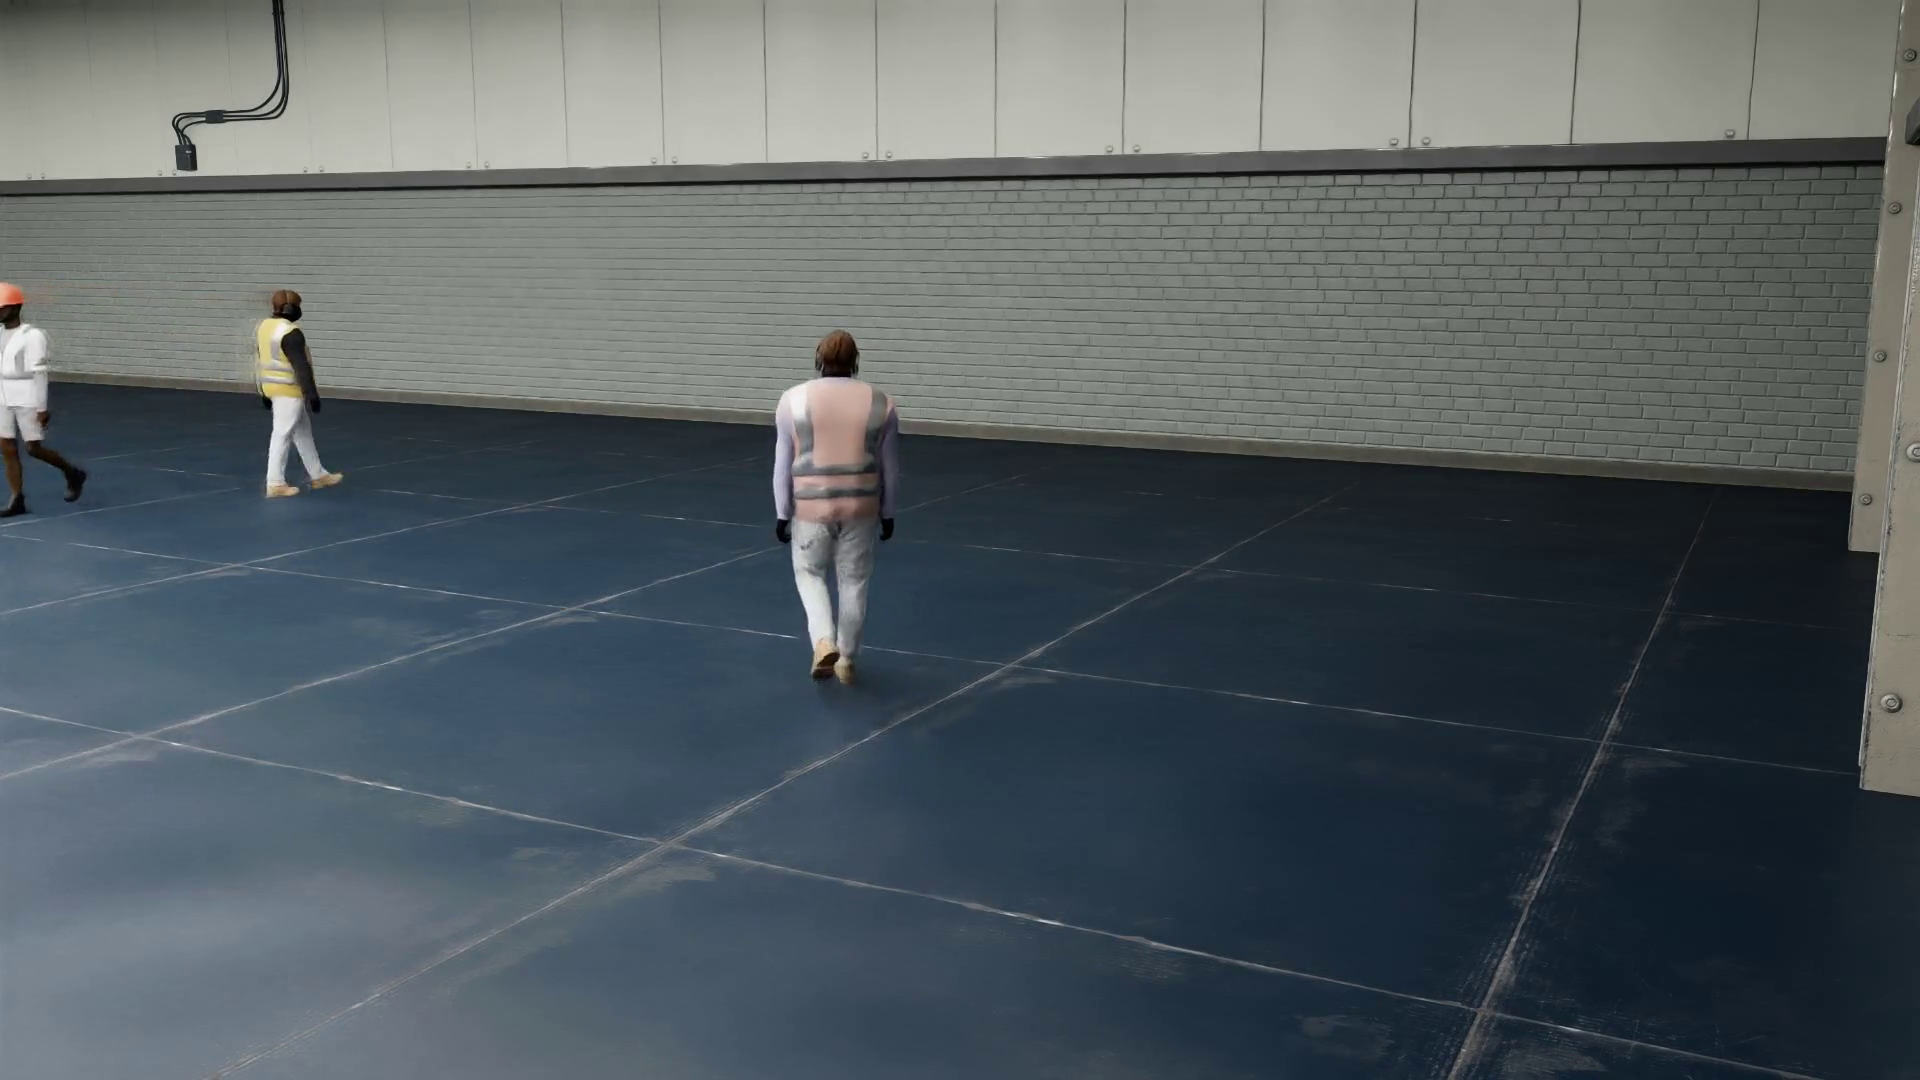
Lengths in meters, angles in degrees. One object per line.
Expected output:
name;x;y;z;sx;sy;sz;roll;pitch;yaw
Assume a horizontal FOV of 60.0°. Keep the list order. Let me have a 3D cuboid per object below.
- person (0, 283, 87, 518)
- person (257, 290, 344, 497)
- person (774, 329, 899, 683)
person;-7.696;-1.162;13.737;0.548;1.916;0.745;4;11;22
person;-5.838;-1.306;14.779;0.862;1.807;0.662;-9;14;-42
person;-0.622;-0.153;8.462;0.649;1.826;0.458;-2;11;-11
